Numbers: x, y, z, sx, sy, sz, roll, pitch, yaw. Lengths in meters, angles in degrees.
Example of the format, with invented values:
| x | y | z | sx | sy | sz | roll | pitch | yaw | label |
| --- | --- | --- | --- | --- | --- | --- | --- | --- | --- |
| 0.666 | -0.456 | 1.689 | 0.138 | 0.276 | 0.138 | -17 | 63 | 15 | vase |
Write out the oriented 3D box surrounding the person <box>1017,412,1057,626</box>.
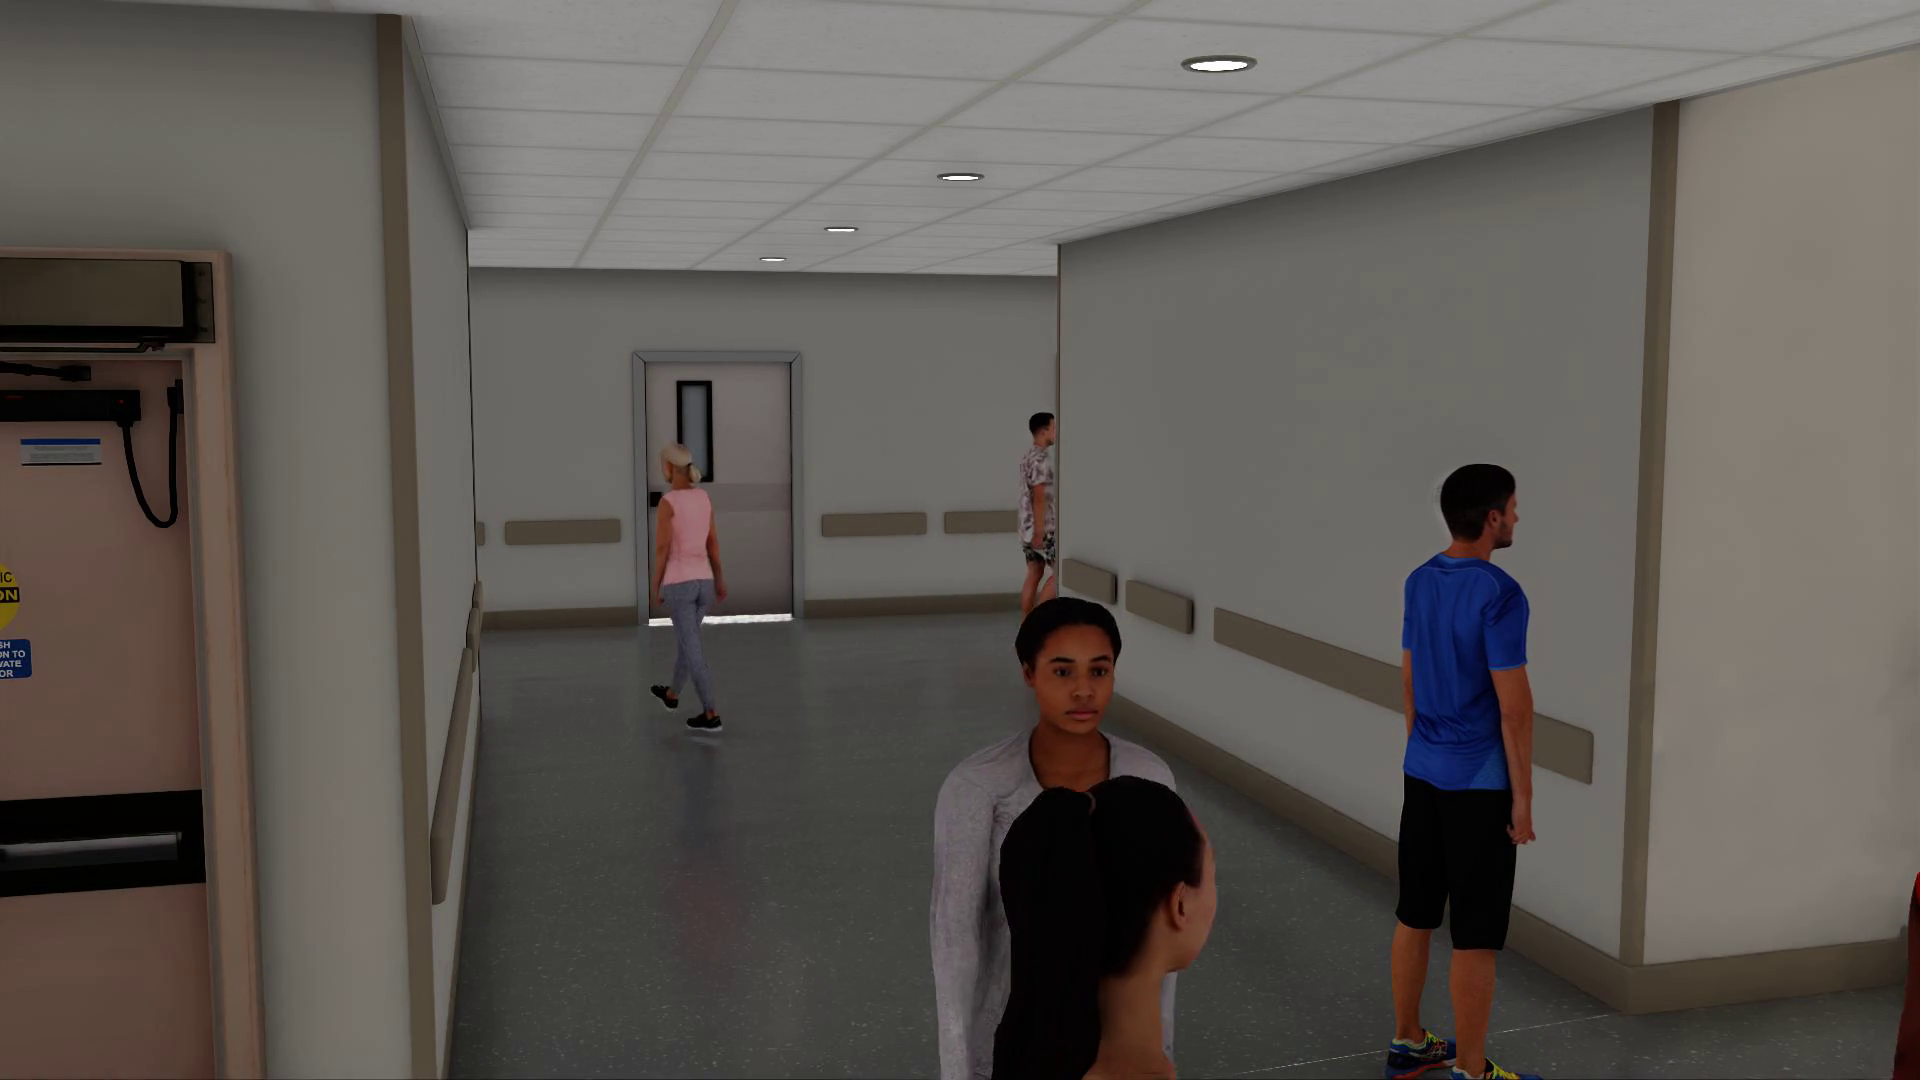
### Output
| x | y | z | sx | sy | sz | roll | pitch | yaw | label |
| --- | --- | --- | --- | --- | --- | --- | --- | --- | --- |
| 0.557 | -0.118 | 13.429 | 0.618 | 1.803 | 0.668 | -1 | 6 | -14 | person |

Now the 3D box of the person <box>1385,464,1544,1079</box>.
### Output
| x | y | z | sx | sy | sz | roll | pitch | yaw | label |
| --- | --- | --- | --- | --- | --- | --- | --- | --- | --- |
| 1.468 | 0.707 | 4.912 | 0.606 | 1.866 | 0.651 | -3 | 6 | -26 | person |

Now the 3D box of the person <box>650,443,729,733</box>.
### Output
| x | y | z | sx | sy | sz | roll | pitch | yaw | label |
| --- | --- | --- | --- | --- | --- | --- | --- | --- | --- |
| -1.545 | 0.304 | 9.813 | 1.000 | 1.686 | 1.040 | 5 | 8 | 41 | person |

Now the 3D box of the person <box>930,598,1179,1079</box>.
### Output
| x | y | z | sx | sy | sz | roll | pitch | yaw | label |
| --- | --- | --- | --- | --- | --- | --- | --- | --- | --- |
| 0.160 | 0.963 | 3.134 | 0.924 | 1.713 | 0.786 | -1 | 6 | -7 | person |

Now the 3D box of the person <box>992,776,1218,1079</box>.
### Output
| x | y | z | sx | sy | sz | roll | pitch | yaw | label |
| --- | --- | --- | --- | --- | --- | --- | --- | --- | --- |
| 0.068 | 1.121 | 1.866 | 1.066 | 1.652 | 0.697 | -3 | 7 | -28 | person |
